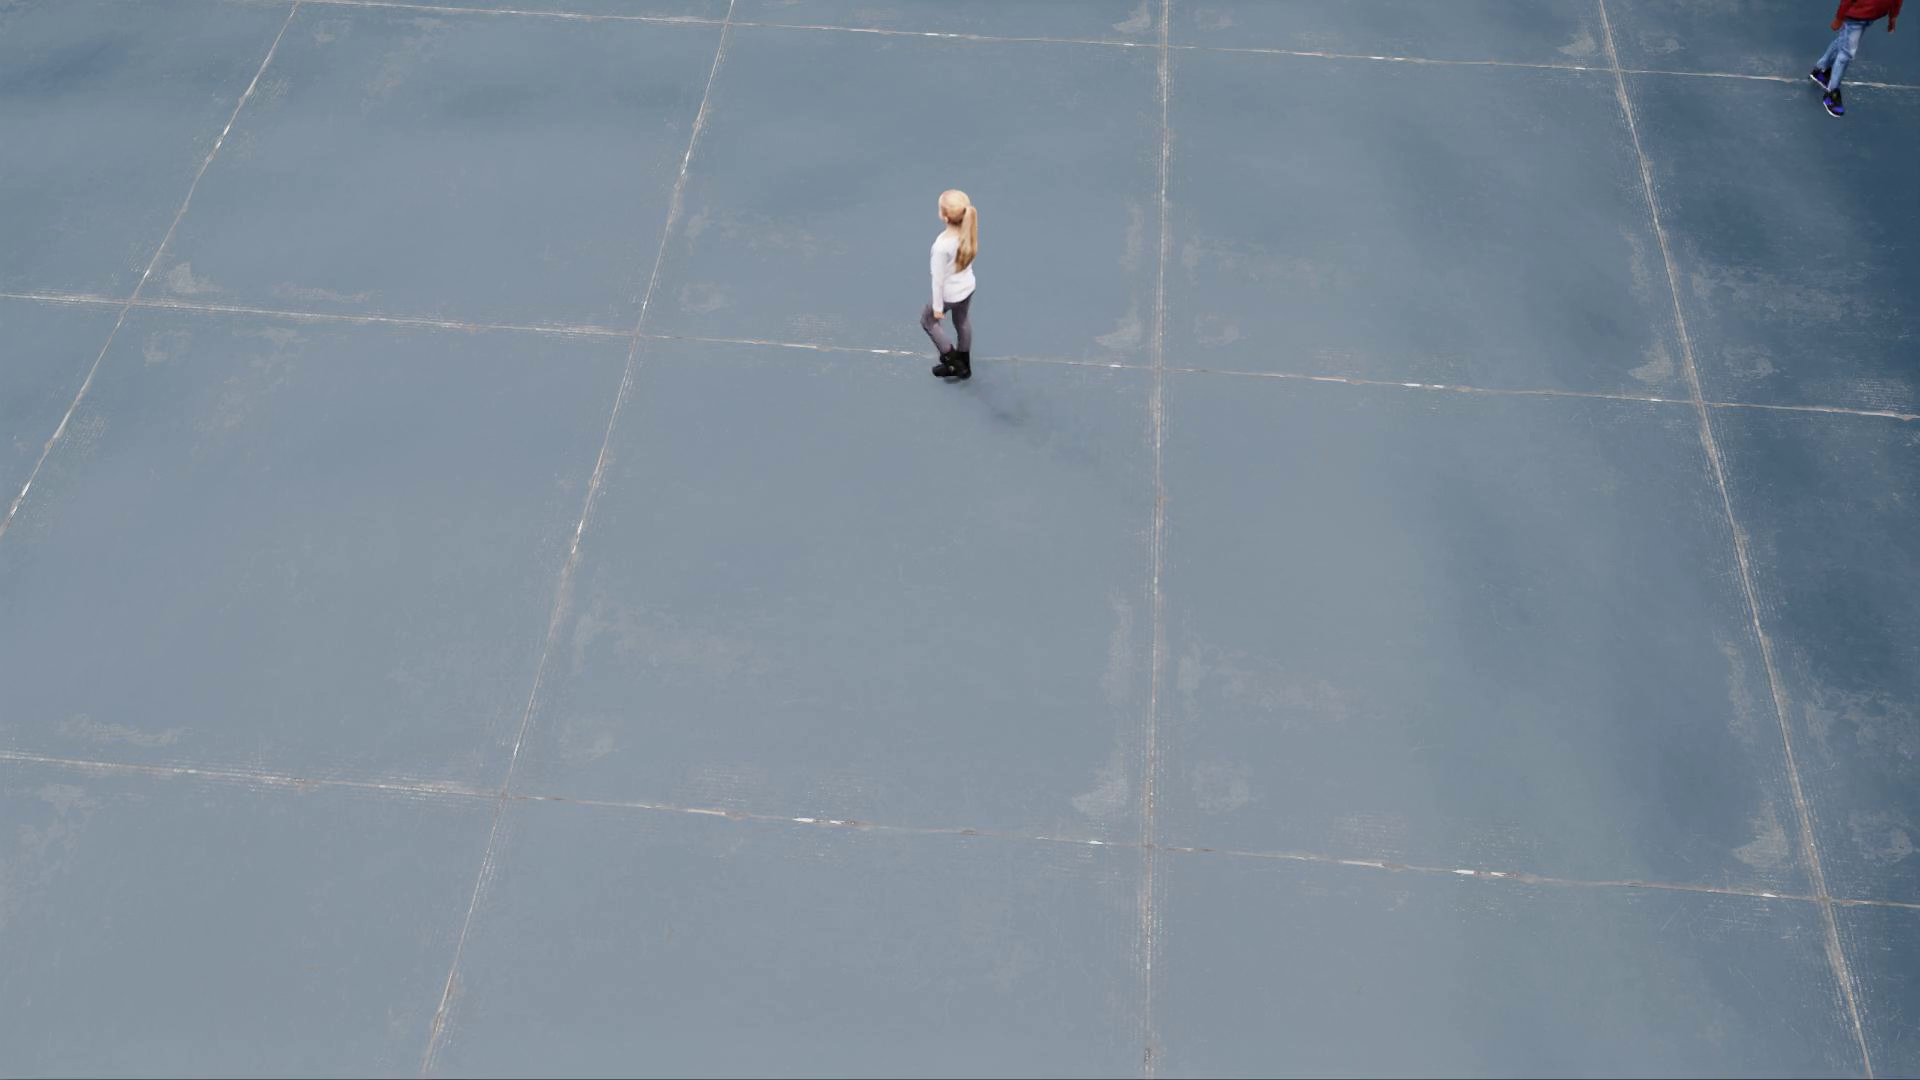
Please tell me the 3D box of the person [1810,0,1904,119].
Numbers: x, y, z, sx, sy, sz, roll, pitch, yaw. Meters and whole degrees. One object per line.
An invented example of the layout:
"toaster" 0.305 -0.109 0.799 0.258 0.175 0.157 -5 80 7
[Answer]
"person" 5.631 -3.353 10.448 0.711 1.237 0.730 -20 55 -15

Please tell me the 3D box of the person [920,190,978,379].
"person" 0.010 -1.306 8.841 0.652 1.271 0.605 35 60 24
